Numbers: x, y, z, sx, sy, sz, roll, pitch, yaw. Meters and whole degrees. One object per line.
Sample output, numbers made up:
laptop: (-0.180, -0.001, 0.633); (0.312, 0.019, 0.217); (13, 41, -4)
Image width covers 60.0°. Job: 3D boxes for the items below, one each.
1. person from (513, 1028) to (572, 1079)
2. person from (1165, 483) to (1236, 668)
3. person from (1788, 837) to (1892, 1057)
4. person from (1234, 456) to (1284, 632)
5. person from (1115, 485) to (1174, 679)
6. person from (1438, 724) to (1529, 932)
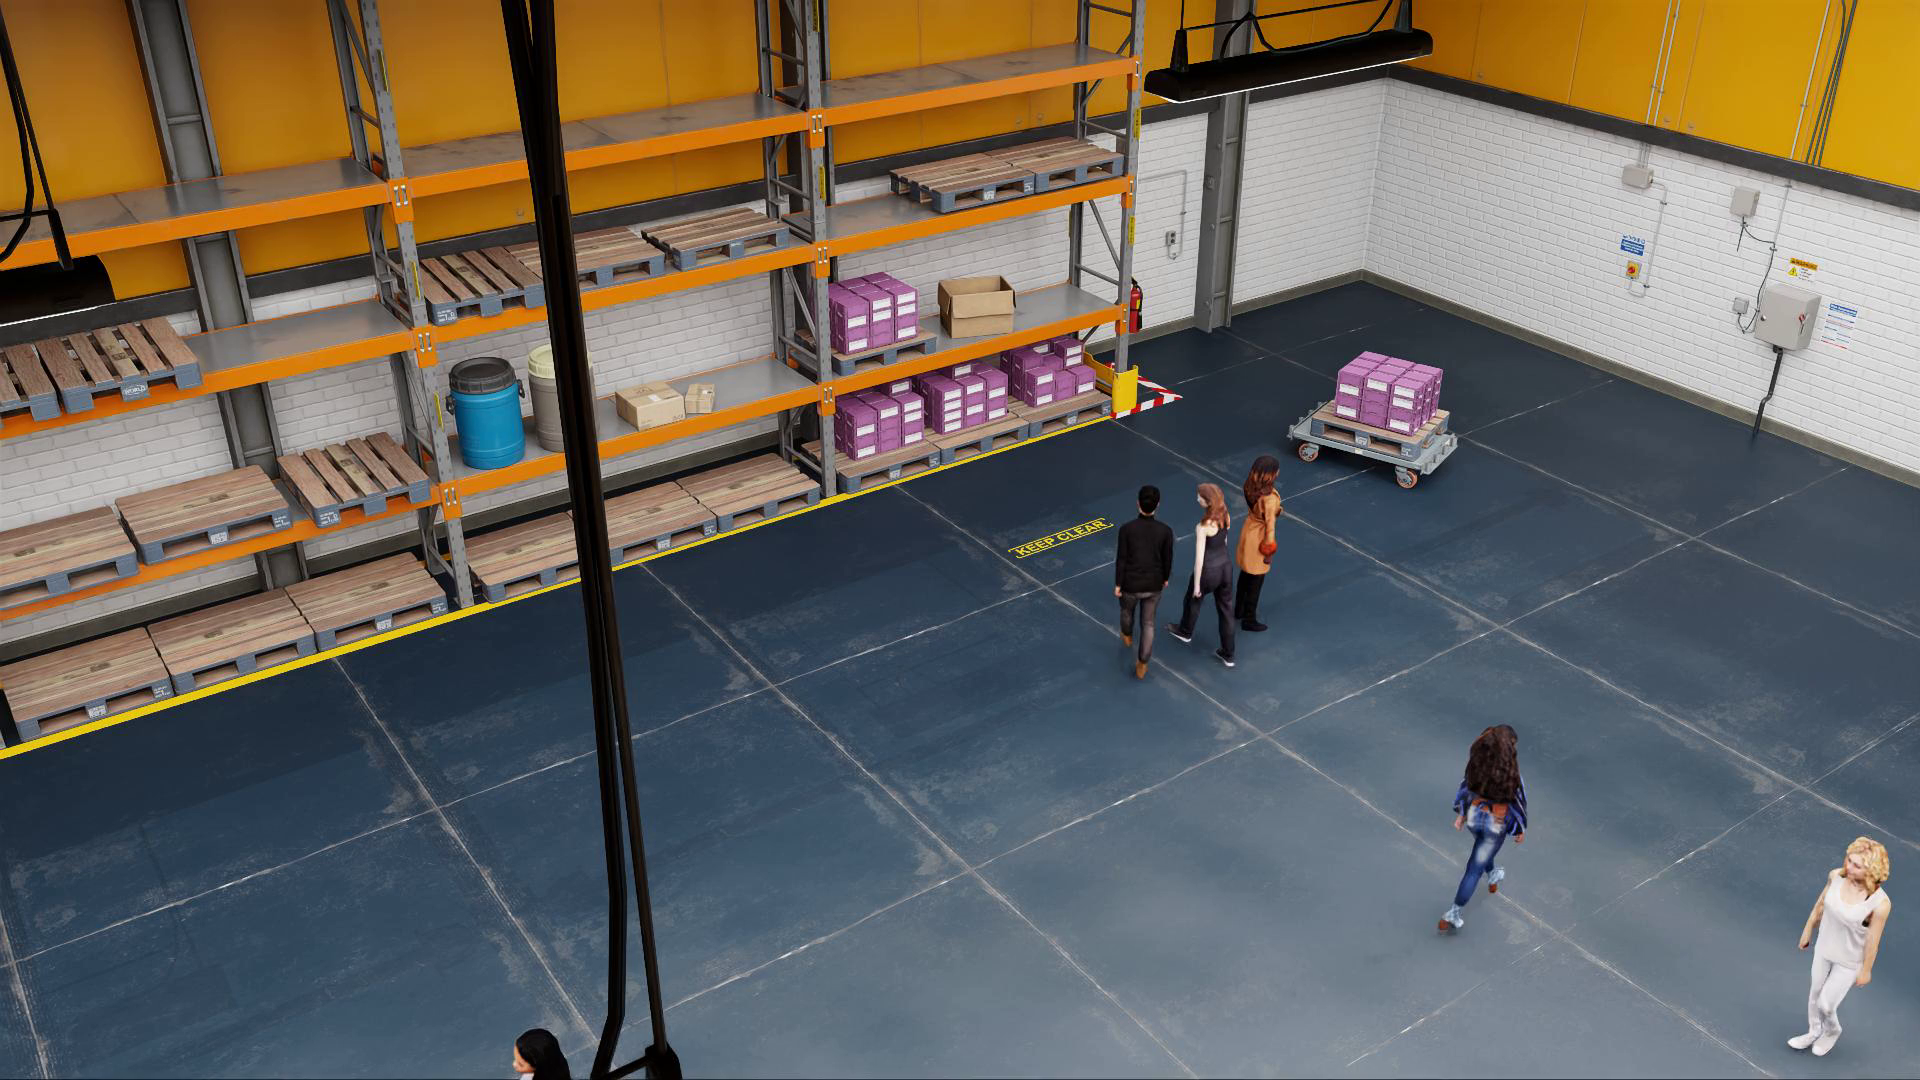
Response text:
person: (-2.088, 3.296, 9.025); (0.978, 1.712, 0.863); (-2, 29, -4)
person: (2.258, 0.337, 14.462); (0.915, 1.700, 0.740); (-18, 33, -29)
person: (5.595, 2.559, 10.431); (0.656, 1.660, 0.677); (-10, 30, -17)
person: (2.694, 0.017, 15.025); (0.720, 1.724, 0.756); (-8, 30, -14)
person: (1.572, 0.398, 14.365); (1.084, 1.686, 1.076); (0, 29, 0)
person: (3.596, 2.025, 11.503); (1.106, 1.571, 0.754); (-23, 36, -35)
